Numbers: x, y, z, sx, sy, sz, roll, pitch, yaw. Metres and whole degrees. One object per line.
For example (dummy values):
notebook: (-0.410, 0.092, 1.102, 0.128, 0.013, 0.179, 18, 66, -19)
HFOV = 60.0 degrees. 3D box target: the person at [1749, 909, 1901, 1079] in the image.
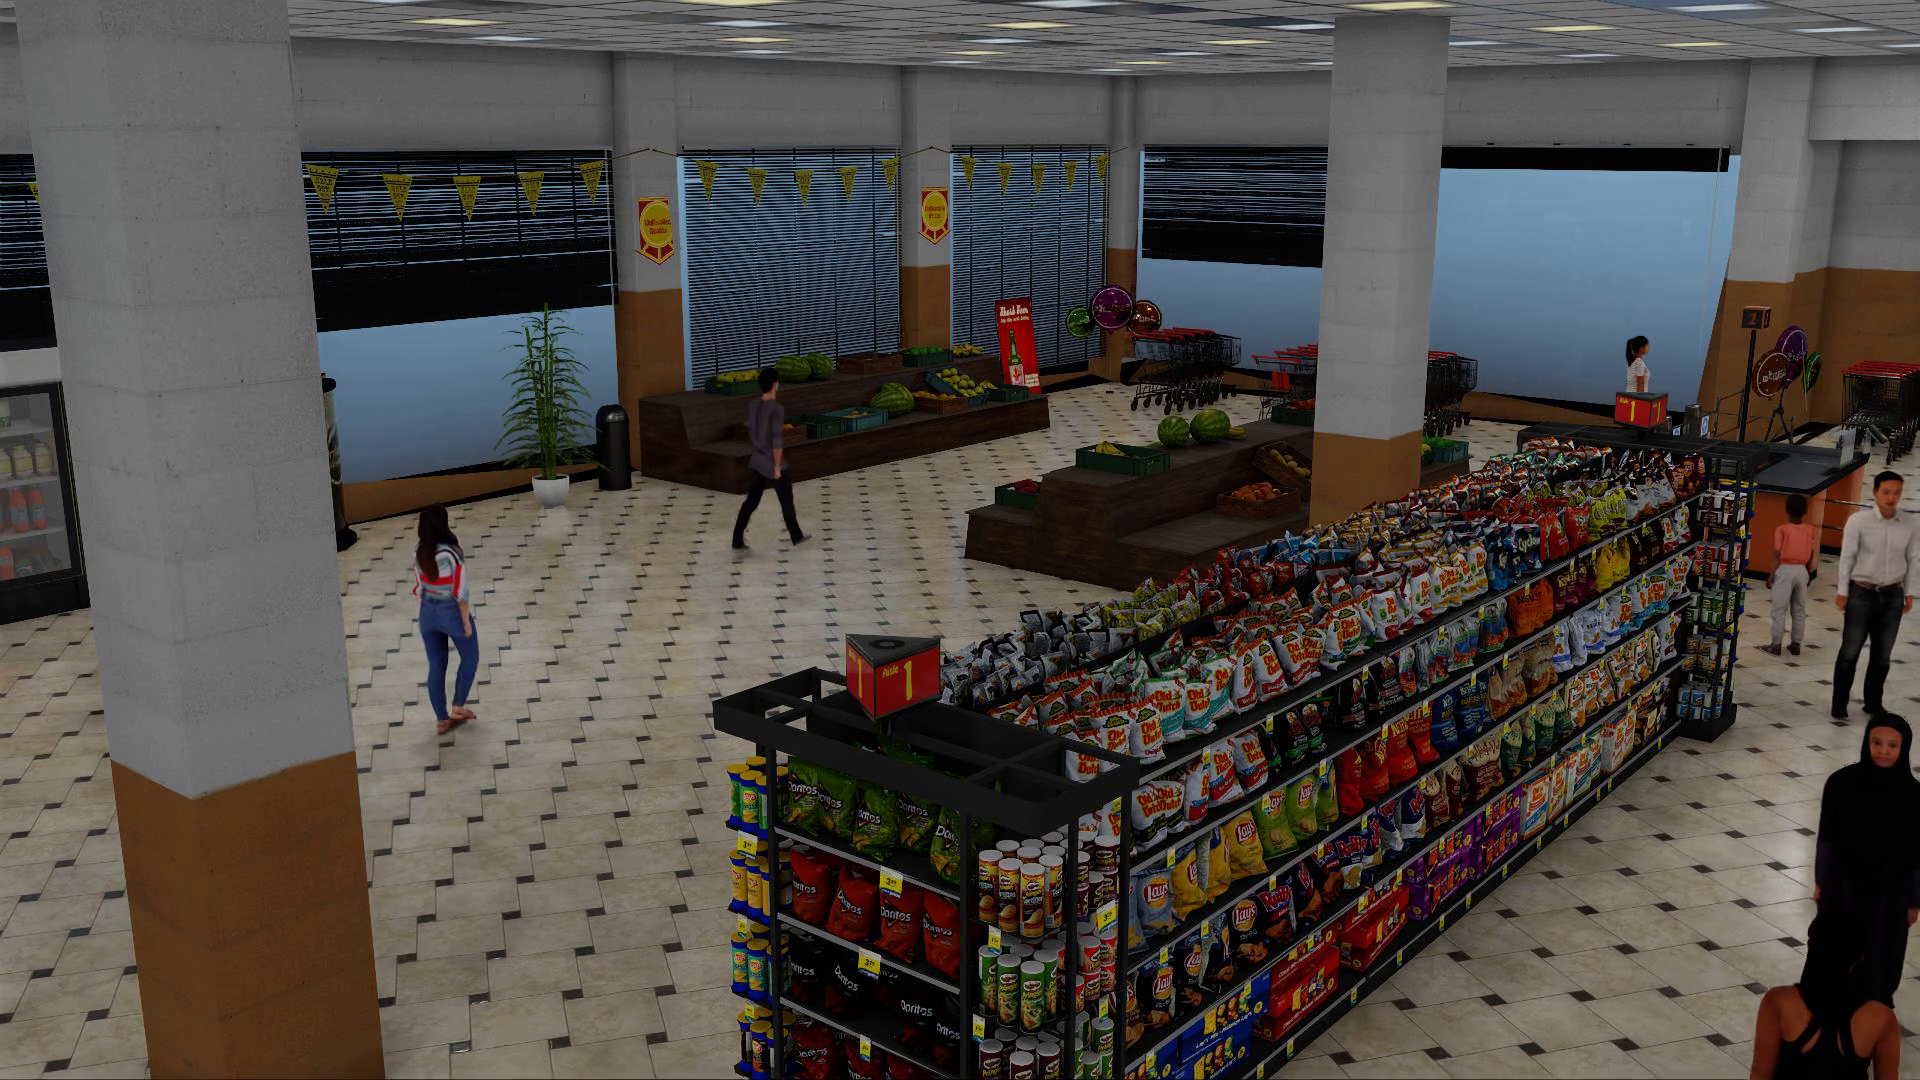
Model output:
person: (2.780, 2.004, 5.414, 0.786, 1.624, 1.159, 6, 15, 25)

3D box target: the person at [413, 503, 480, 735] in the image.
person: (-3.585, 0.559, 11.412, 0.707, 1.605, 0.710, 4, 14, 16)

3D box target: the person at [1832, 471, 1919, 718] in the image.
person: (6.422, 0.389, 11.697, 0.759, 1.801, 0.773, 2, 14, 8)

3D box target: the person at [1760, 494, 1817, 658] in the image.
person: (6.596, 0.277, 13.202, 0.563, 1.309, 0.607, 0, 14, 2)

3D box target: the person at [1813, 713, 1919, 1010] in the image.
person: (4.048, 1.533, 7.409, 0.705, 1.600, 1.009, 8, 16, 30)

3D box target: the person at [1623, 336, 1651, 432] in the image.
person: (8.413, -1.724, 20.740, 0.719, 1.645, 0.633, 1, 14, 4)

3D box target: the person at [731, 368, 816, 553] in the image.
person: (-1.962, -0.727, 16.291, 0.694, 1.805, 1.158, 11, 18, 39)
